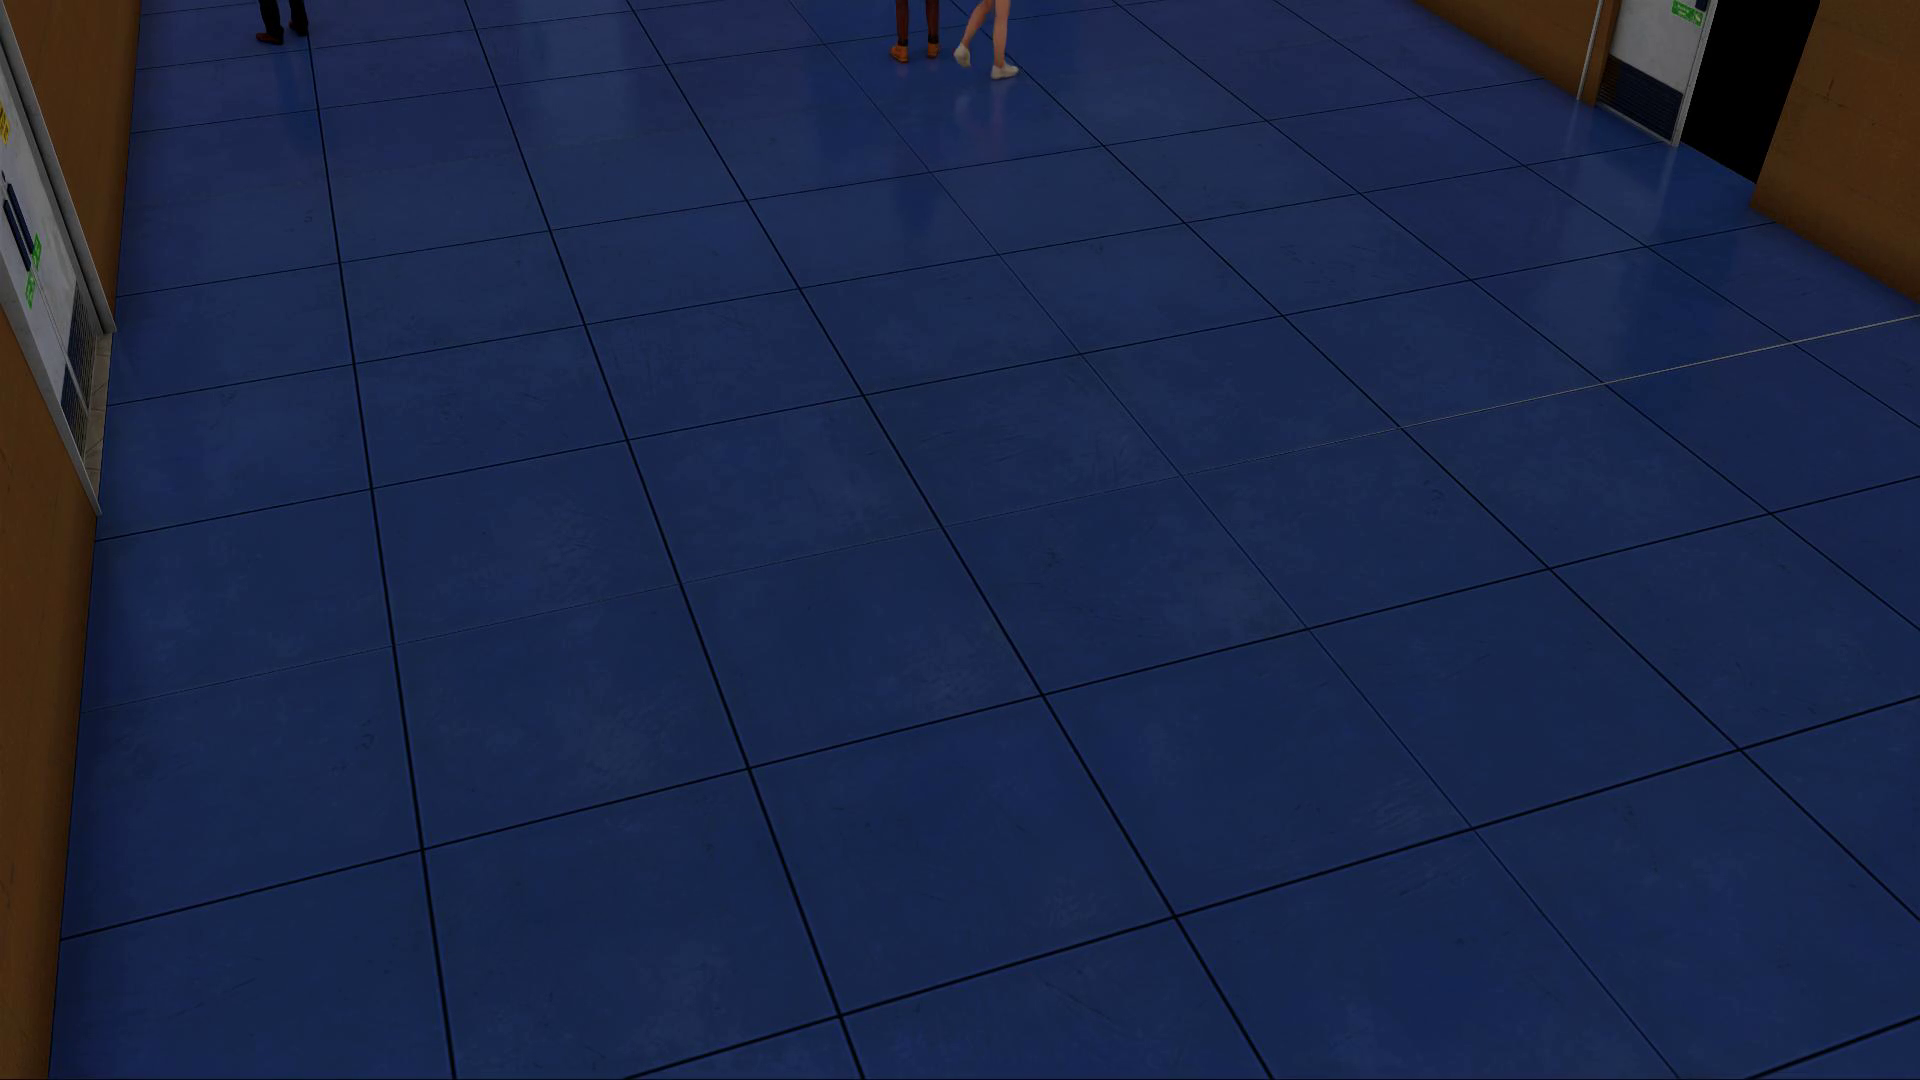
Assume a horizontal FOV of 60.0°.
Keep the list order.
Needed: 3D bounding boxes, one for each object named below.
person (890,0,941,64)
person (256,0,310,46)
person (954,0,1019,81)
[{"bbox_3d":[-0.359,-4.610,12.966,0.541,1.729,0.674,-10,38,-13],"label":"person"},{"bbox_3d":[-5.601,-4.877,13.303,0.815,1.752,0.711,25,44,30],"label":"person"},{"bbox_3d":[0.181,-4.331,12.579,0.889,1.749,0.762,-26,44,-30],"label":"person"}]
